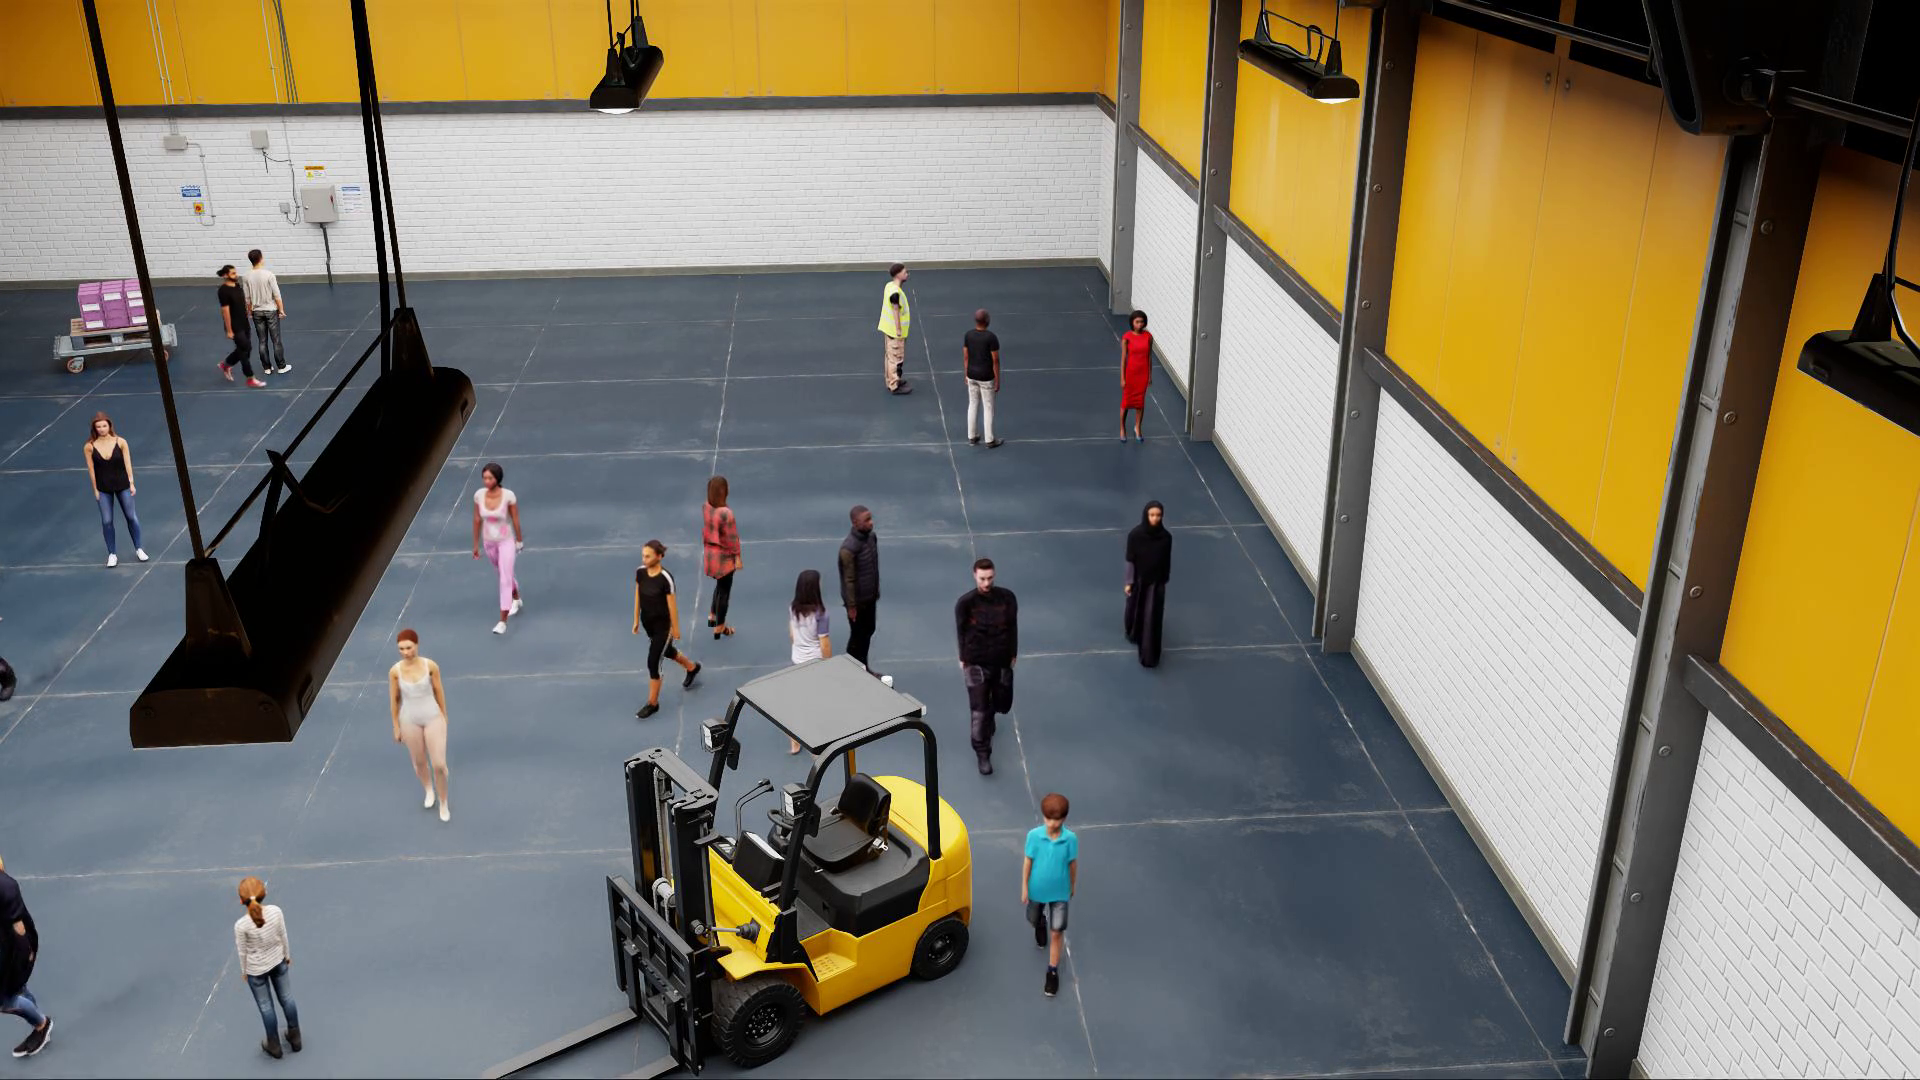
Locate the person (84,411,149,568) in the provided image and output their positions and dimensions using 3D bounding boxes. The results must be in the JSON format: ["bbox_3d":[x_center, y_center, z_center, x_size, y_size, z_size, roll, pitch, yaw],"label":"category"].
[{"bbox_3d":[-9.119,-0.572,17.906,0.670,1.723,0.660,-13,27,-27],"label":"person"}]

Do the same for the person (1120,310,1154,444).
[{"bbox_3d":[2.262,-2.107,21.392,0.606,1.743,0.550,-5,24,-12],"label":"person"}]

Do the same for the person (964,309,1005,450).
[{"bbox_3d":[0.270,-2.067,21.223,0.760,1.805,0.791,13,27,28],"label":"person"}]

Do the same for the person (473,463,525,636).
[{"bbox_3d":[-4.549,0.030,16.559,0.743,1.698,1.168,3,24,8],"label":"person"}]

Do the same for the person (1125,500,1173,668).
[{"bbox_3d":[1.779,0.365,15.932,0.693,1.587,1.092,2,24,4],"label":"person"}]

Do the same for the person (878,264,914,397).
[{"bbox_3d":[-0.881,-2.955,23.208,0.774,1.841,0.640,-5,24,-11],"label":"person"}]

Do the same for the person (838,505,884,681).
[{"bbox_3d":[-0.916,0.521,15.267,0.835,1.833,0.692,10,26,22],"label":"person"}]

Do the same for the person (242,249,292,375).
[{"bbox_3d":[-10.051,-3.301,24.040,0.658,1.809,0.517,-2,24,-4],"label":"person"}]

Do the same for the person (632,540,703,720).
[{"bbox_3d":[-2.653,0.738,15.022,1.064,1.633,1.119,20,31,38],"label":"person"}]

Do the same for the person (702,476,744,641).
[{"bbox_3d":[-2.400,0.196,16.186,0.799,1.693,0.722,-21,31,-39],"label":"person"}]

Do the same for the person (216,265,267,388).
[{"bbox_3d":[-10.271,-3.018,23.480,0.820,1.740,0.973,3,24,8],"label":"person"}]

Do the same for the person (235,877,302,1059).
[{"bbox_3d":[-4.490,2.766,10.779,0.611,1.314,0.555,21,31,40],"label":"person"}]

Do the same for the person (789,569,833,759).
[{"bbox_3d":[-1.280,1.053,14.179,0.653,1.731,0.689,14,27,30],"label":"person"}]

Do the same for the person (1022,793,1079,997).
[{"bbox_3d":[0.614,2.369,11.542,0.666,1.431,0.972,3,24,7],"label":"person"}]

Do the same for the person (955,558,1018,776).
[{"bbox_3d":[0.227,1.005,14.090,0.770,1.889,1.084,-5,24,-10],"label":"person"}]

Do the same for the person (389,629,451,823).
[{"bbox_3d":[-4.350,1.434,13.440,0.635,1.623,0.779,-6,24,-13],"label":"person"}]

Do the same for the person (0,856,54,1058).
[{"bbox_3d":[-6.091,2.584,10.748,0.779,1.673,0.821,10,26,22],"label":"person"}]
